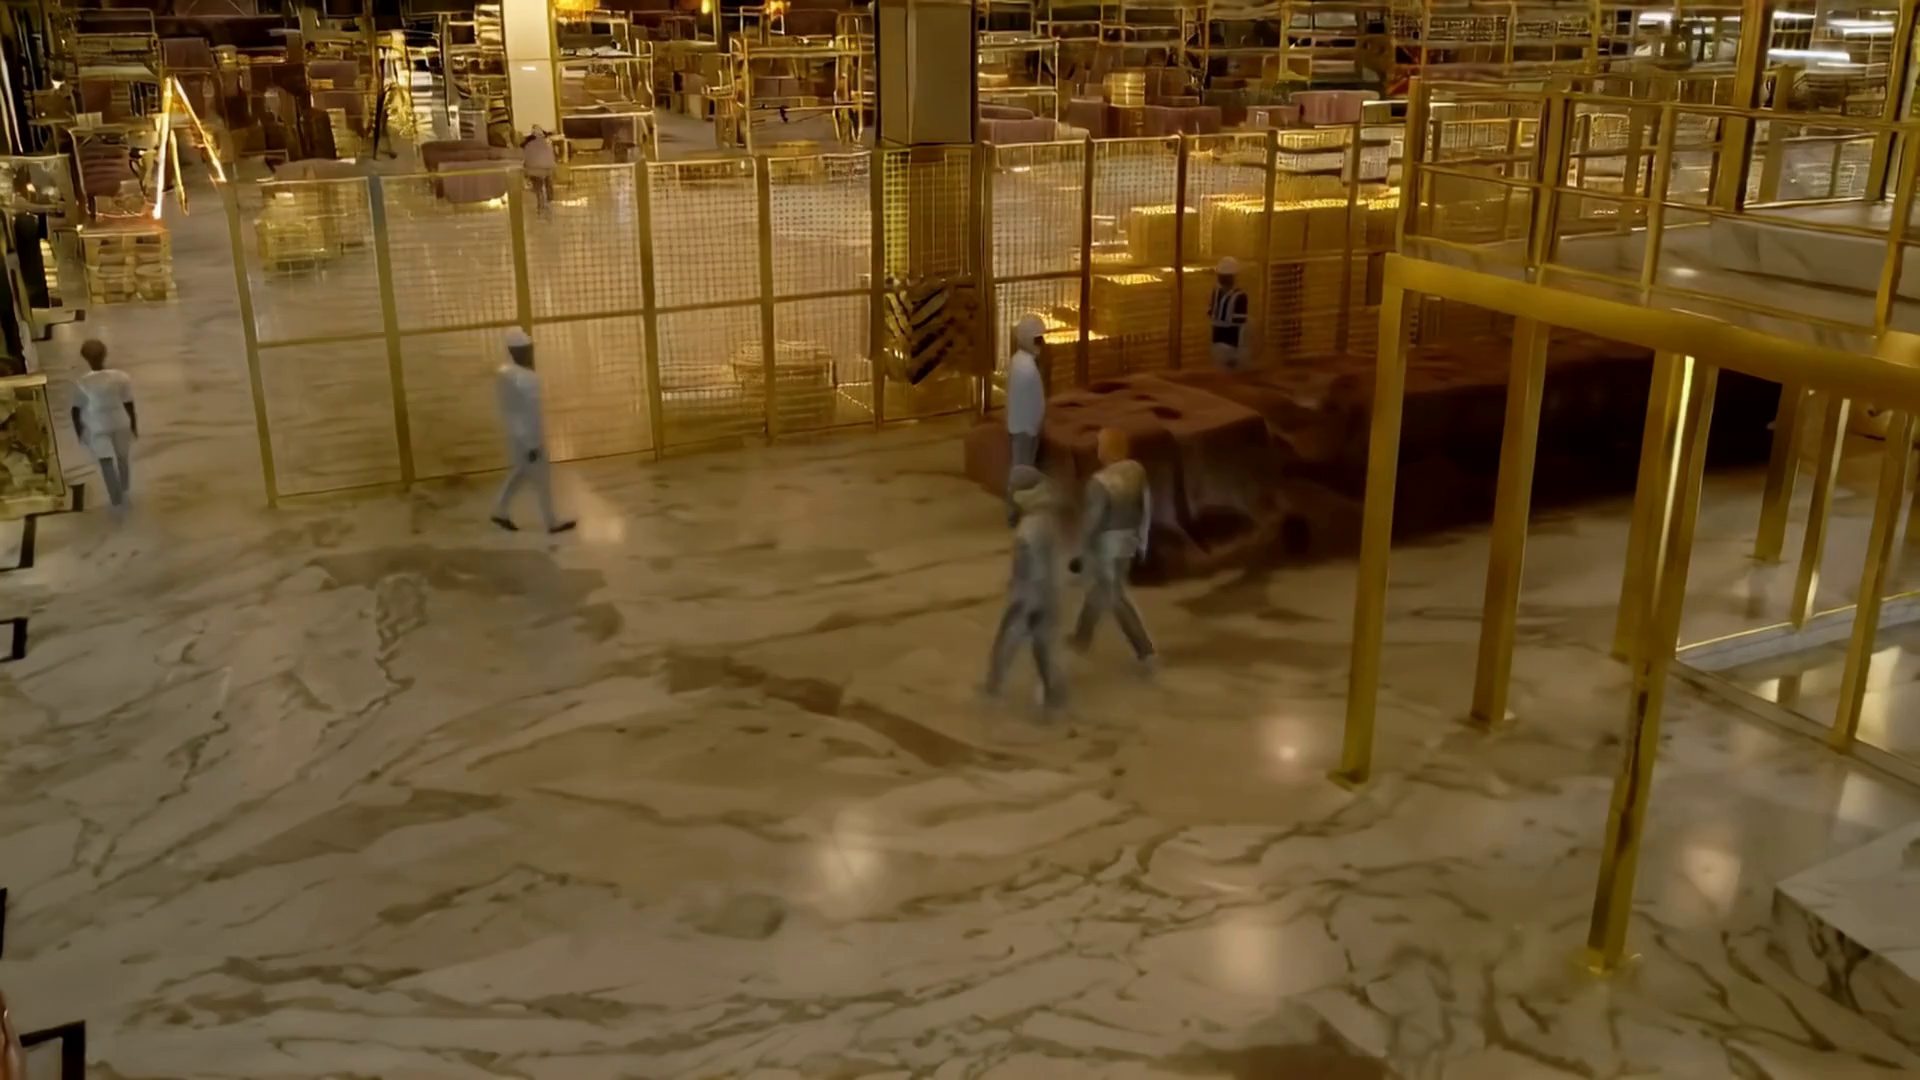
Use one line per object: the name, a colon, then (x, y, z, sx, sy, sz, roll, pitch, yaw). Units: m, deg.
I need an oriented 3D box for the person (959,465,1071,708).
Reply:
person: (0.404, 0.322, 11.476, 0.852, 1.726, 0.545, 9, 21, 24)

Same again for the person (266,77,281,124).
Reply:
person: (-19.992, -12.641, 48.892, 0.944, 1.837, 0.602, 10, 21, 27)

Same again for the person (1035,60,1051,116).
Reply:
person: (2.869, -15.678, 57.683, 0.609, 1.860, 0.845, -3, 19, -10)

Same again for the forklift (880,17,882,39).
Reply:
forklift: (-3.199, -21.740, 73.689, 1.129, 2.768, 1.873, -10, 21, -26)

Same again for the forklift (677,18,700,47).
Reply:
forklift: (-11.671, -21.111, 71.867, 1.129, 2.768, 1.873, -4, 19, -11)

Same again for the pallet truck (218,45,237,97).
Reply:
pallet truck: (-28.879, -18.665, 66.111, 0.823, 1.965, 1.885, -3, 19, -9)

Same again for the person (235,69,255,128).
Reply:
person: (-22.956, -14.201, 53.480, 0.527, 1.785, 1.000, 4, 19, 12)

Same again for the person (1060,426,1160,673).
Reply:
person: (1.123, 0.058, 12.143, 0.942, 1.804, 0.633, 12, 22, 31)

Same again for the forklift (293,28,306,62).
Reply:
forklift: (-23.756, -17.105, 60.255, 1.873, 2.768, 1.129, -9, 21, -25)

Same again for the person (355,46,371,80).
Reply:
person: (-24.156, -19.058, 67.427, 1.032, 1.878, 0.651, 13, 23, 32)

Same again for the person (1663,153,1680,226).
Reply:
person: (11.957, -5.501, 27.964, 0.938, 2.011, 0.614, 15, 24, 37)

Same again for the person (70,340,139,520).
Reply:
person: (-7.990, -1.049, 15.567, 0.539, 1.645, 0.926, -12, 22, -30)

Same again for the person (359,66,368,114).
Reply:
person: (-20.646, -15.435, 57.207, 0.499, 1.692, 0.921, 12, 22, 30)

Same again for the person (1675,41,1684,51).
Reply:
person: (31.507, -20.989, 73.015, 0.646, 1.892, 0.436, -1, 19, -4)

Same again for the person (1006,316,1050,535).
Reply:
person: (0.604, -1.027, 14.981, 0.378, 1.996, 0.610, -3, 19, -10)

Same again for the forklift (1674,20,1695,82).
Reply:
forklift: (29.720, -20.032, 68.741, 1.873, 2.768, 1.129, -9, 21, -25)

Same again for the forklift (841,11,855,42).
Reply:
forklift: (-5.588, -25.065, 83.329, 1.873, 2.768, 1.129, -9, 21, -25)

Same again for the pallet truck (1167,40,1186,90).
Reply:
pallet truck: (9.045, -19.971, 69.895, 0.823, 1.965, 1.885, -3, 19, -8)

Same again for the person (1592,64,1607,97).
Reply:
person: (22.857, -16.161, 59.374, 0.866, 1.651, 0.545, -10, 21, -27)

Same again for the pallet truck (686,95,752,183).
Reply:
pallet truck: (-5.836, -9.608, 39.856, 0.823, 1.965, 1.885, 10, 22, 27)

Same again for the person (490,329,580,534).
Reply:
person: (-3.932, -0.946, 14.928, 0.587, 1.875, 0.663, 15, 24, 37)

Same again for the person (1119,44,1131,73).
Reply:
person: (6.906, -19.797, 69.616, 0.645, 1.852, 1.016, -12, 23, -32)

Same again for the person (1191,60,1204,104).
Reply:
person: (8.790, -16.939, 61.598, 0.545, 1.668, 0.690, -2, 19, -5)

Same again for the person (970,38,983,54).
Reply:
person: (0.839, -23.771, 81.041, 0.662, 1.906, 0.881, -11, 22, -29)

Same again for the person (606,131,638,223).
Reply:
person: (-6.767, -7.352, 33.607, 0.649, 1.800, 0.910, 0, 19, 1)

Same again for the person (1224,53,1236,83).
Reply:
person: (11.938, -21.193, 73.511, 0.552, 1.947, 0.629, -11, 22, -29)

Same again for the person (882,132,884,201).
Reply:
person: (-1.461, -8.195, 35.991, 0.554, 1.838, 0.859, -18, 26, -41)

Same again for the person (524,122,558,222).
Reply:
person: (-8.406, -7.367, 33.382, 0.641, 1.979, 0.484, 0, 19, 0)

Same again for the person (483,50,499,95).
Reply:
person: (-17.932, -17.748, 63.610, 0.651, 1.888, 0.867, 1, 19, 2)

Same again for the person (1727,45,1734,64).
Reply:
person: (33.368, -20.592, 72.118, 0.919, 1.701, 0.627, 3, 19, 8)

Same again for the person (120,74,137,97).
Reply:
person: (-31.528, -17.333, 62.862, 0.856, 1.593, 0.536, 3, 19, 9)

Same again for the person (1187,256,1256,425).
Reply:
person: (3.033, -2.272, 18.765, 1.014, 1.896, 0.551, -9, 21, -24)

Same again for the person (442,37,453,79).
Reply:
person: (-23.527, -22.073, 76.166, 0.561, 1.878, 1.021, -12, 23, -32)
